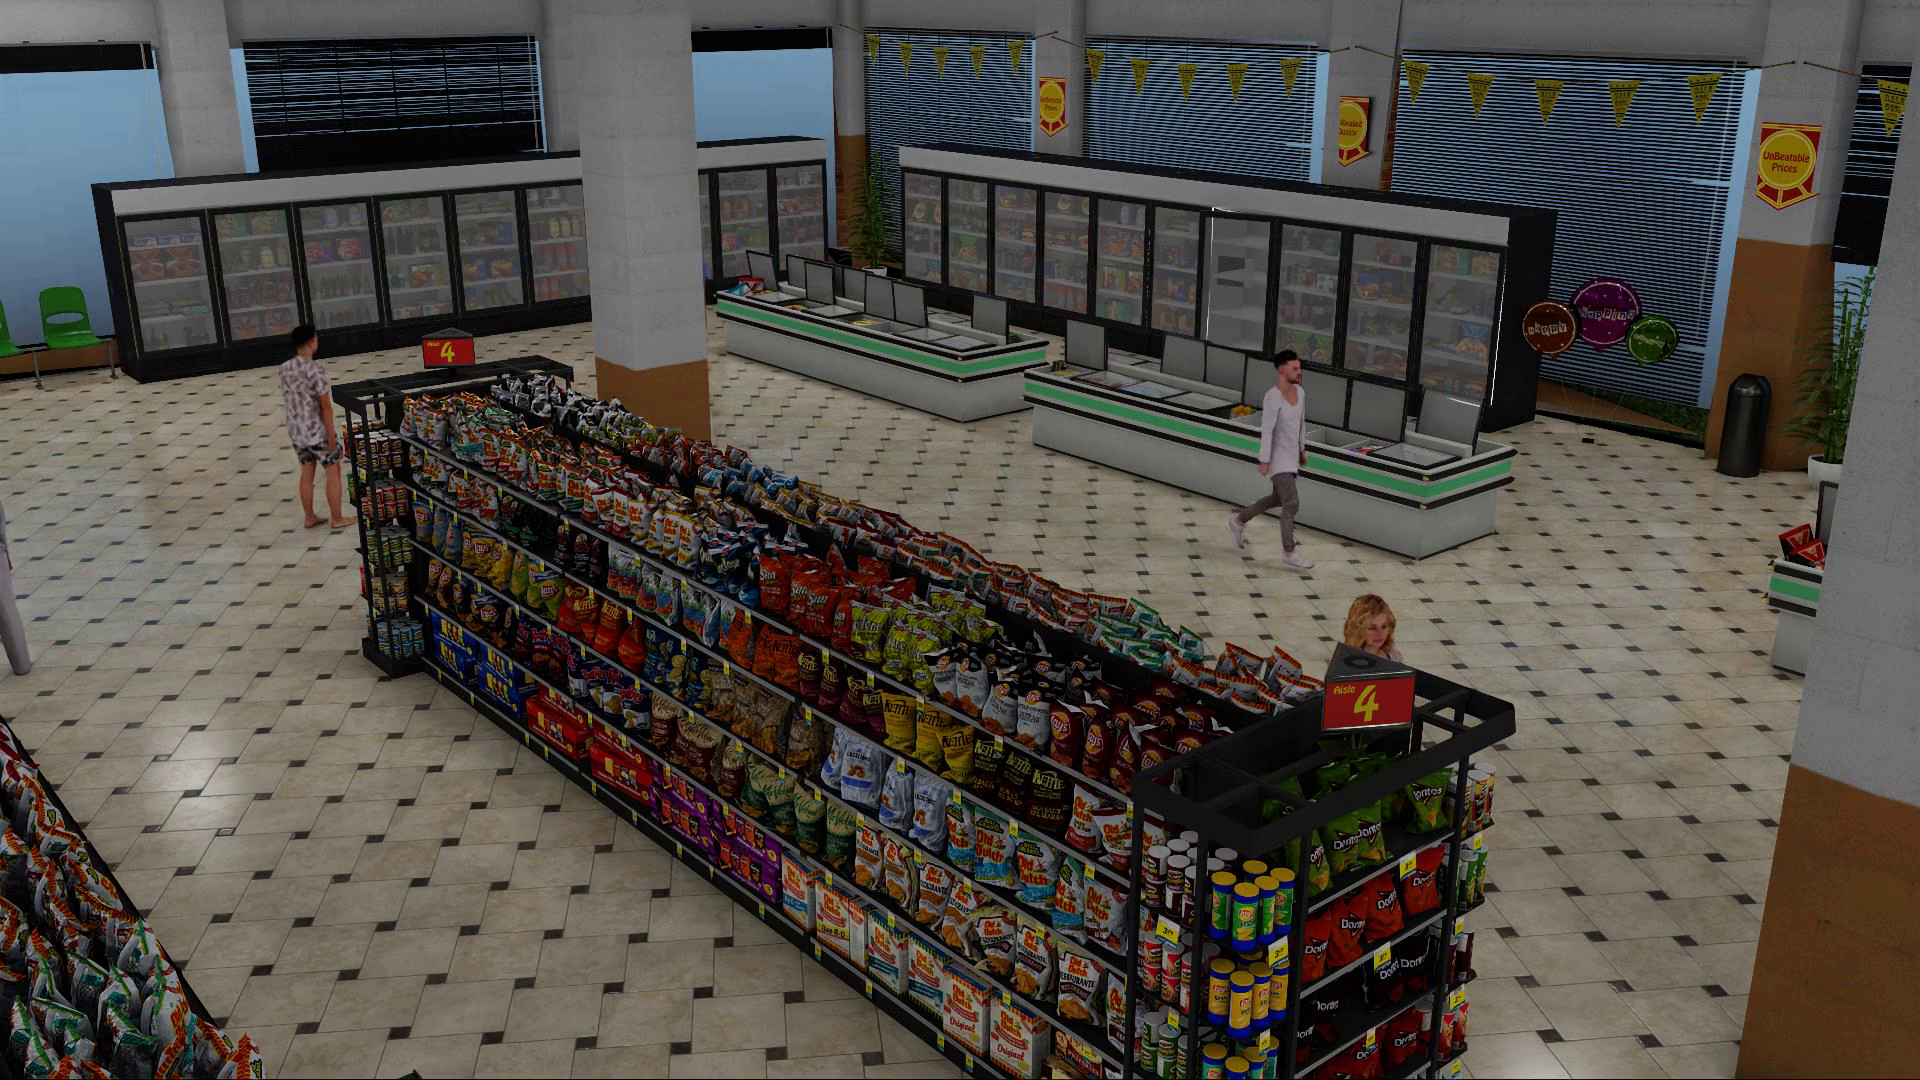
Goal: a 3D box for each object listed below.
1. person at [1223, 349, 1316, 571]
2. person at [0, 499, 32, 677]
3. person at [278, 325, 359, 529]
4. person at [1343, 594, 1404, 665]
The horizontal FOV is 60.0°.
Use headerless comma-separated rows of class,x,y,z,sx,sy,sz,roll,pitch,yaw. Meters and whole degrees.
person,2.571,-0.677,13.654,1.199,1.810,0.871,13,22,33
person,-6.743,0.131,11.376,0.638,1.736,0.547,-14,23,-35
person,-5.710,-0.973,14.533,0.742,1.811,0.853,7,20,21
person,2.097,1.054,8.768,0.809,1.651,1.017,-6,20,-17
